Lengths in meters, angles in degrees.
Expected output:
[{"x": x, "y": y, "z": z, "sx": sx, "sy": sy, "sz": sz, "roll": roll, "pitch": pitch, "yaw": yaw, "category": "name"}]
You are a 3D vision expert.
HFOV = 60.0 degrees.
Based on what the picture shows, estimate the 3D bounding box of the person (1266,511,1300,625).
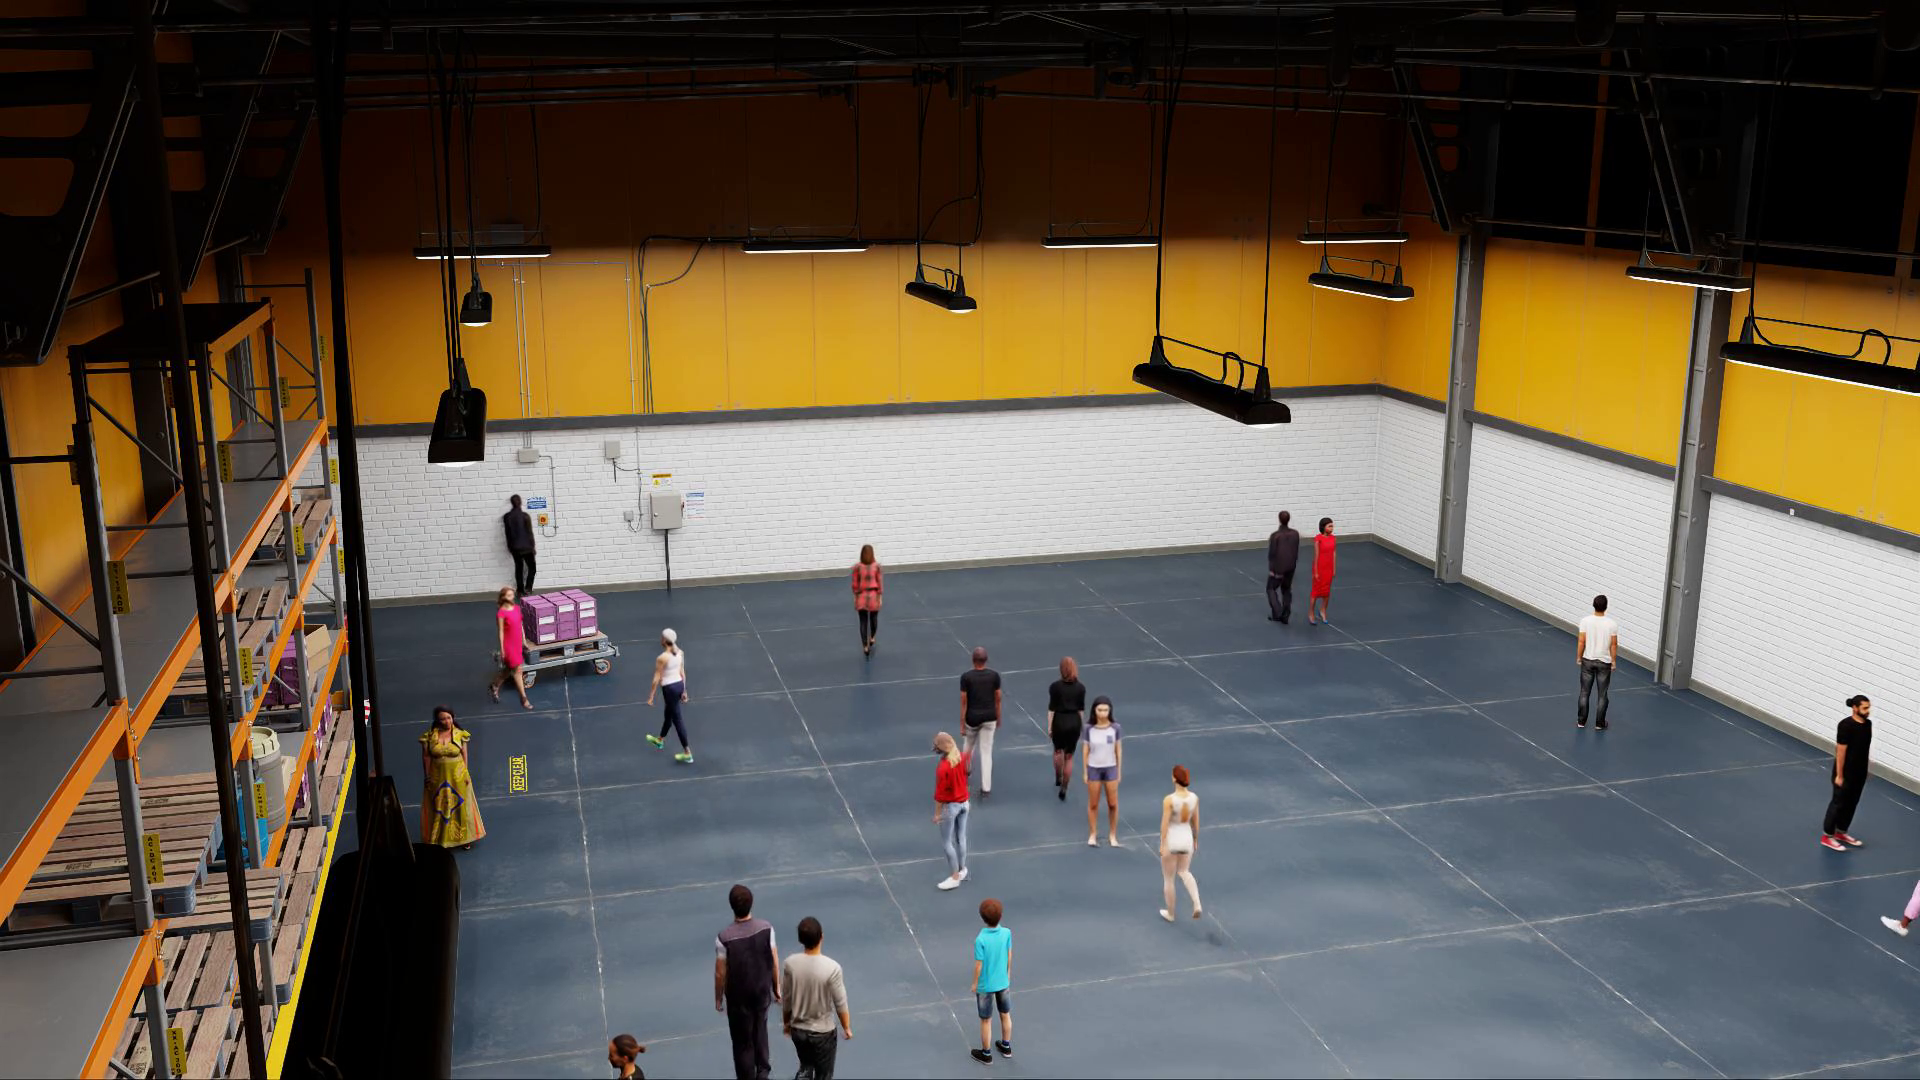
[{"x": 5.191, "y": 0.465, "z": 26.486, "sx": 0.721, "sy": 1.823, "sz": 0.632, "roll": -5, "pitch": 14, "yaw": -19, "category": "person"}]

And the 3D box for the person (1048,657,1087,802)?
[{"x": 1.262, "y": 2.245, "z": 19.457, "sx": 0.703, "sy": 1.671, "sz": 0.836, "roll": -1, "pitch": 14, "yaw": -5, "category": "person"}]

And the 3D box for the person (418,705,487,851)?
[{"x": -5.579, "y": 2.581, "z": 18.098, "sx": 0.887, "sy": 1.658, "sz": 0.812, "roll": -6, "pitch": 15, "yaw": -22, "category": "person"}]

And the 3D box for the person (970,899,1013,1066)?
[{"x": 0.281, "y": 3.690, "z": 13.966, "sx": 0.578, "sy": 1.449, "sz": 0.570, "roll": -9, "pitch": 16, "yaw": -32, "category": "person"}]

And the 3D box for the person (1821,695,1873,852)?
[{"x": 9.712, "y": 2.517, "z": 18.157, "sx": 0.665, "sy": 1.755, "sz": 0.608, "roll": -8, "pitch": 16, "yaw": -29, "category": "person"}]

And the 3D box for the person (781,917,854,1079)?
[{"x": -1.169, "y": 3.799, "z": 12.775, "sx": 0.830, "sy": 1.797, "sz": 0.874, "roll": 6, "pitch": 15, "yaw": 23, "category": "person"}]

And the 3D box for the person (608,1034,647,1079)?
[{"x": -2.241, "y": 4.176, "z": 11.492, "sx": 0.645, "sy": 1.668, "sz": 0.463, "roll": -3, "pitch": 14, "yaw": -13, "category": "person"}]

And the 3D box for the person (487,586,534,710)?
[{"x": -6.175, "y": 1.451, "z": 22.681, "sx": 0.999, "sy": 1.698, "sz": 1.023, "roll": 5, "pitch": 15, "yaw": 20, "category": "person"}]

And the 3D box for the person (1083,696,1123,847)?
[{"x": 1.565, "y": 2.518, "z": 18.213, "sx": 0.637, "sy": 1.727, "sz": 0.610, "roll": 0, "pitch": 14, "yaw": 1, "category": "person"}]

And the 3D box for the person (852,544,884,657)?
[{"x": -1.392, "y": 0.931, "z": 24.908, "sx": 0.804, "sy": 1.661, "sz": 1.138, "roll": 0, "pitch": 14, "yaw": 0, "category": "person"}]

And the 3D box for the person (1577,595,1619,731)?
[{"x": 8.368, "y": 1.592, "z": 21.873, "sx": 0.718, "sy": 1.804, "sz": 0.759, "roll": 7, "pitch": 15, "yaw": 25, "category": "person"}]

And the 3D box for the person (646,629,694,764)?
[{"x": -3.499, "y": 1.961, "z": 20.640, "sx": 1.119, "sy": 1.668, "sz": 1.055, "roll": 8, "pitch": 16, "yaw": 29, "category": "person"}]

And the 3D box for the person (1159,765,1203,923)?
[{"x": 2.189, "y": 3.023, "z": 16.332, "sx": 0.625, "sy": 1.631, "sz": 0.760, "roll": -7, "pitch": 15, "yaw": -26, "category": "person"}]

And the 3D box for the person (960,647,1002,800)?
[{"x": 0.259, "y": 2.184, "z": 19.539, "sx": 0.790, "sy": 1.752, "sz": 1.231, "roll": -2, "pitch": 14, "yaw": -8, "category": "person"}]

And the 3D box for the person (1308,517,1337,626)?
[{"x": 5.794, "y": 0.488, "z": 26.567, "sx": 0.608, "sy": 1.740, "sz": 0.559, "roll": -6, "pitch": 15, "yaw": -24, "category": "person"}]

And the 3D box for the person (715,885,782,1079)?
[{"x": -1.663, "y": 3.659, "z": 13.266, "sx": 0.734, "sy": 1.838, "sz": 0.698, "roll": -6, "pitch": 15, "yaw": -24, "category": "person"}]

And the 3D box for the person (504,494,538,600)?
[{"x": -7.370, "y": 0.144, "z": 27.794, "sx": 0.867, "sy": 1.831, "sz": 0.891, "roll": 5, "pitch": 15, "yaw": 21, "category": "person"}]

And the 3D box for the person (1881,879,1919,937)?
[{"x": 9.423, "y": 3.138, "z": 15.700, "sx": 0.746, "sy": 1.705, "sz": 1.091, "roll": -7, "pitch": 15, "yaw": -27, "category": "person"}]

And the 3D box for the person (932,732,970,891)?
[{"x": -0.038, "y": 2.761, "z": 17.294, "sx": 0.763, "sy": 1.688, "sz": 0.788, "roll": -12, "pitch": 18, "yaw": -41, "category": "person"}]
